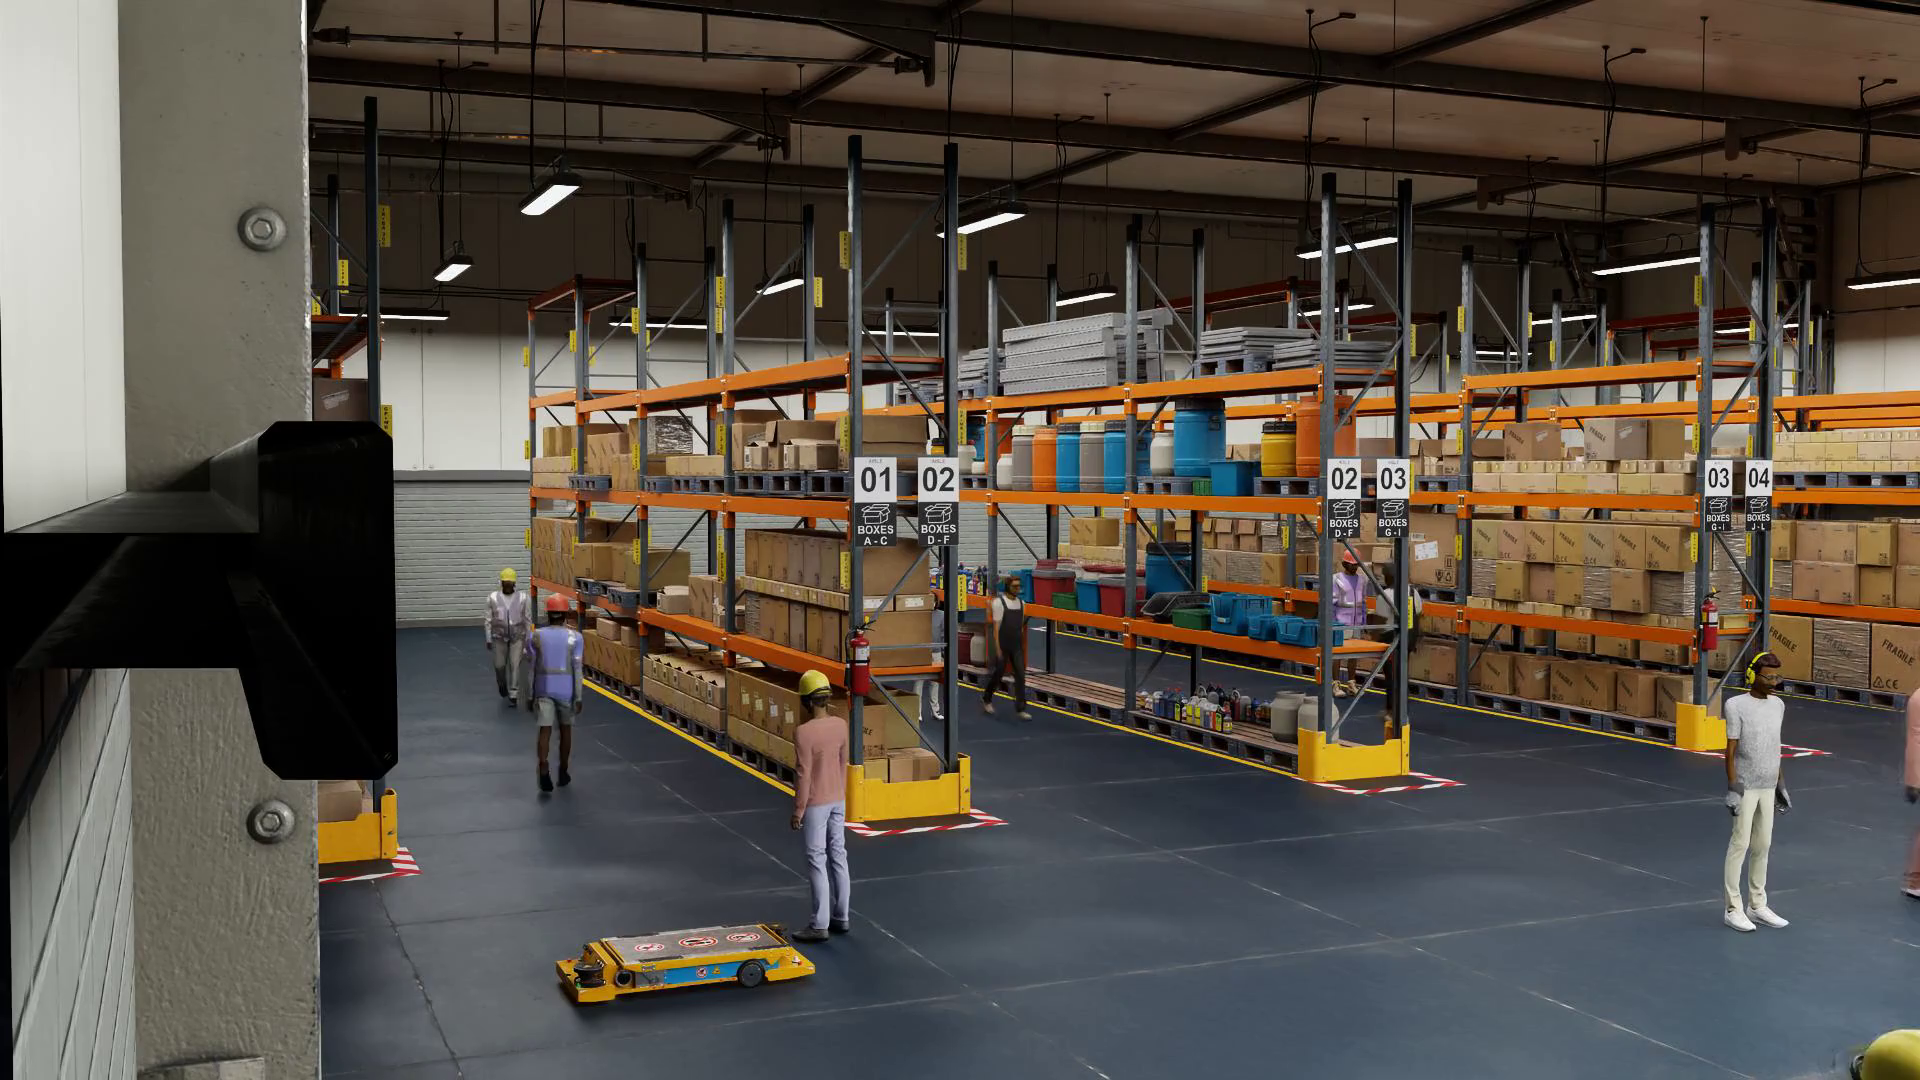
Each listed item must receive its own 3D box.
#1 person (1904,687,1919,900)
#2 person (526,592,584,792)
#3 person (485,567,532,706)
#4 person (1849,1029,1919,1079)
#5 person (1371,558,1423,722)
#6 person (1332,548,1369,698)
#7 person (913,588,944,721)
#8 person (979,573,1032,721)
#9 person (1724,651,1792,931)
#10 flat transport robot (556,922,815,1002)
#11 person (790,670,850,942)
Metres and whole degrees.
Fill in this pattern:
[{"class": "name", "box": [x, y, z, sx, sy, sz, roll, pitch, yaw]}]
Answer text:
[{"class": "person", "box": [6.993, 1.659, 12.467, 0.666, 1.861, 0.947, -1, 2, -28]}, {"class": "person", "box": [-3.915, 1.458, 17.300, 0.552, 1.906, 0.905, 0, 2, -5]}, {"class": "person", "box": [-5.940, 1.259, 23.593, 0.598, 1.815, 0.583, 0, 2, -13]}, {"class": "person", "box": [2.299, 2.044, 4.361, 0.549, 1.711, 0.922, -2, 3, -40]}, {"class": "person", "box": [5.219, 1.235, 21.873, 0.712, 2.000, 0.703, -2, 3, -41]}, {"class": "person", "box": [5.299, 1.122, 24.347, 0.605, 2.036, 0.388, -1, 2, -23]}, {"class": "person", "box": [-0.381, 1.407, 22.093, 0.499, 1.633, 0.283, -1, 2, -23]}, {"class": "person", "box": [0.562, 1.314, 22.282, 0.518, 1.818, 0.856, -1, 3, -31]}, {"class": "person", "box": [5.383, 1.677, 12.078, 0.519, 1.865, 0.328, -1, 2, -23]}, {"class": "flat transport robot", "box": [-1.658, 2.531, 10.816, 1.431, 0.197, 0.652, -1, 2, -23]}, {"class": "person", "box": [-0.936, 1.737, 11.789, 0.327, 1.765, 0.528, 1, 3, 34]}]
